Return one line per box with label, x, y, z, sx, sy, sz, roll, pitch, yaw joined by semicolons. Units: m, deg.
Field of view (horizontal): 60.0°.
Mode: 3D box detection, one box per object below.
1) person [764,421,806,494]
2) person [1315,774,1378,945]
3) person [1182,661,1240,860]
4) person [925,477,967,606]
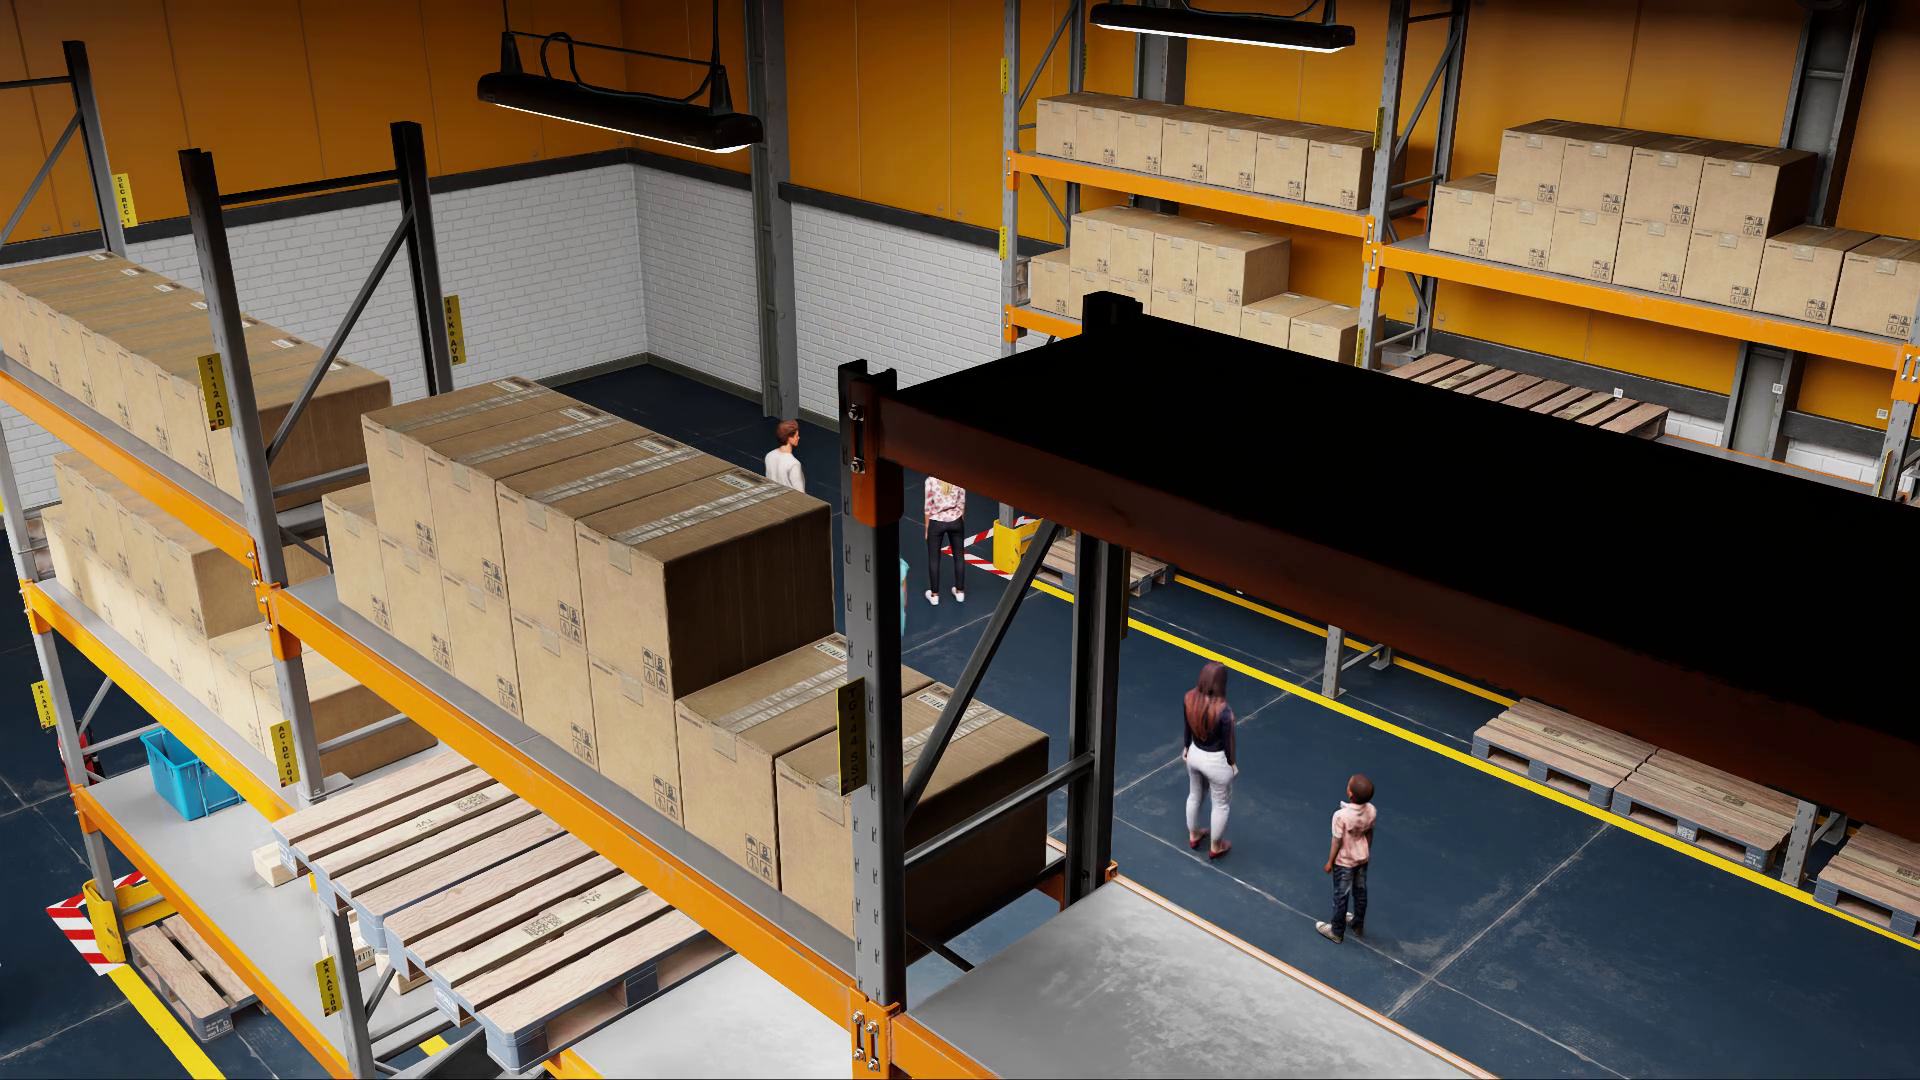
person;-1.680;-0.251;16.256;0.504;1.899;0.715;21;31;39
person;2.693;2.179;11.437;0.571;1.306;0.588;-10;26;-22
person;1.871;1.640;12.292;0.533;1.608;0.681;22;32;40
person;-0.140;-0.149;16.357;0.637;1.629;0.654;-6;24;-13
